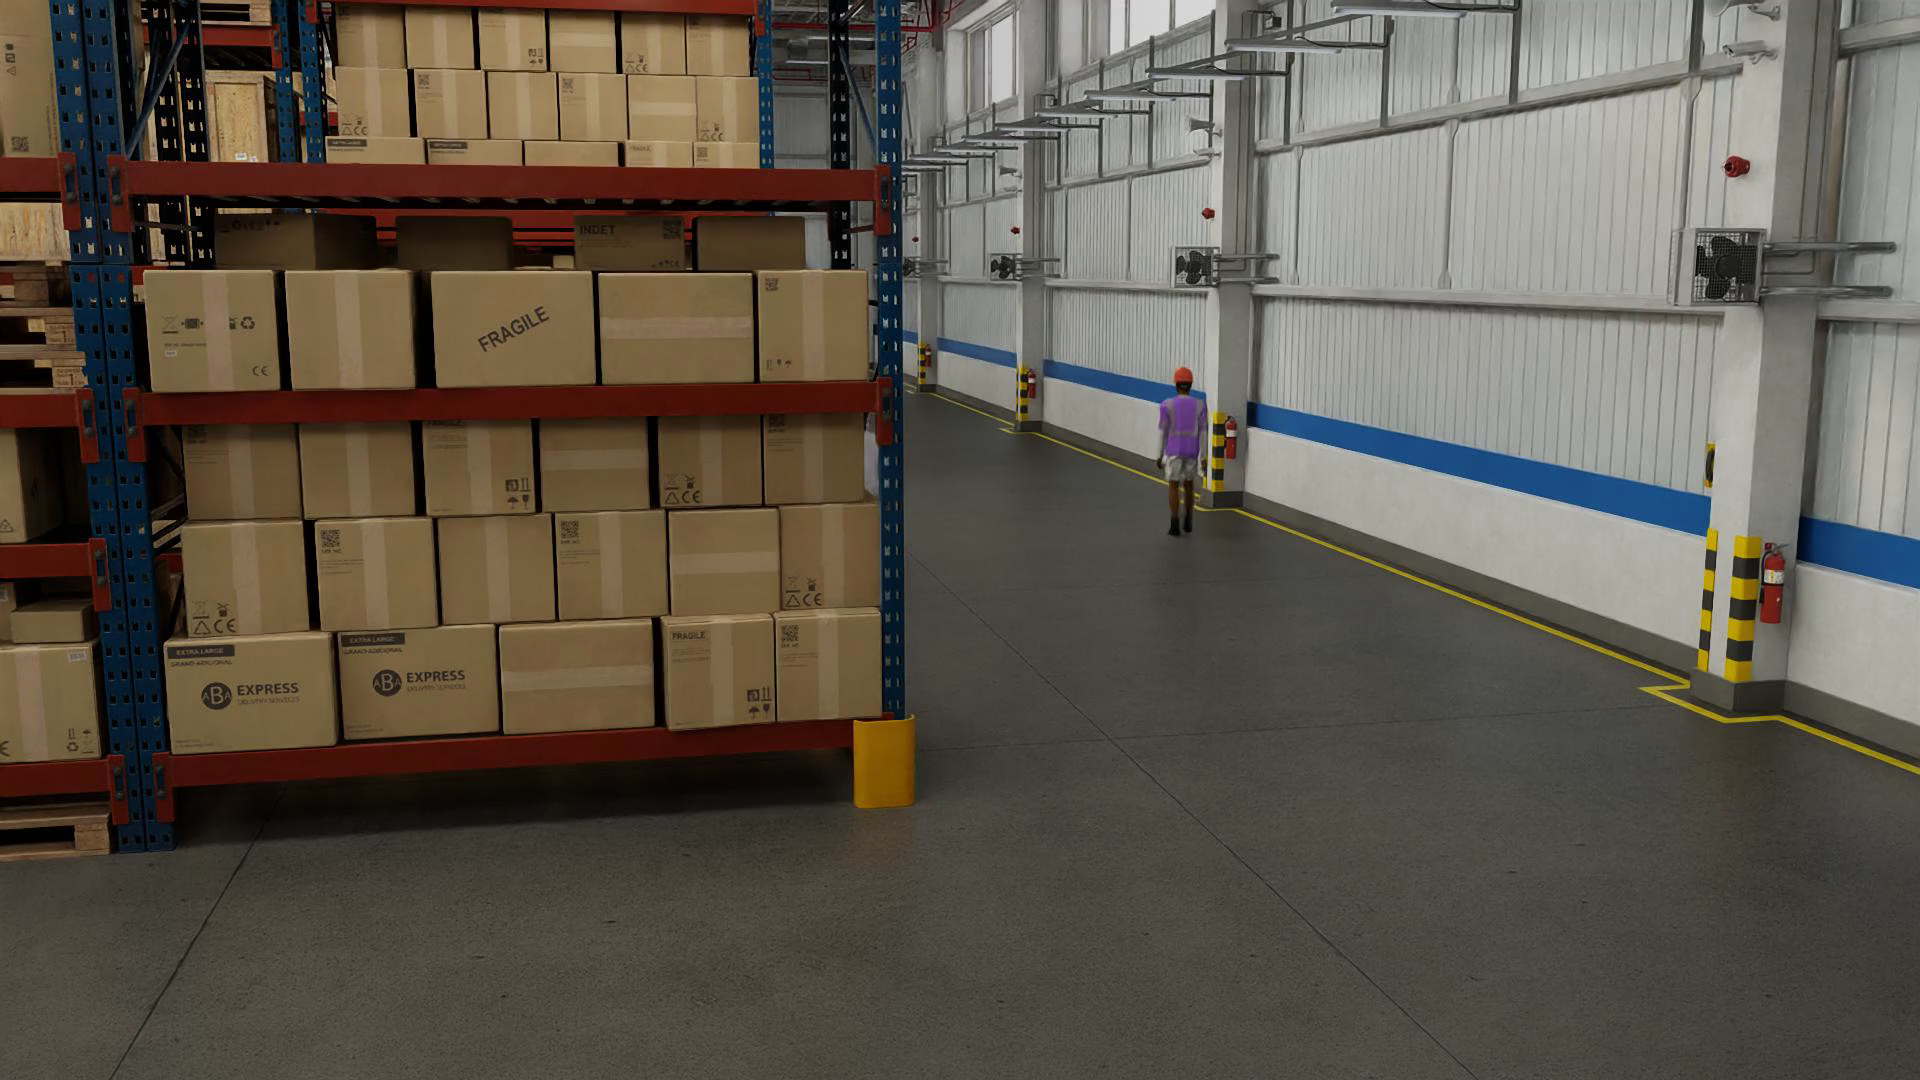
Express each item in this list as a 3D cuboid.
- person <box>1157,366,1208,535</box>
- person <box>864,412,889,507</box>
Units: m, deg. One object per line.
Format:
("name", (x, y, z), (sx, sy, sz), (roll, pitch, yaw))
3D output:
("person", (2.534, -1.017, 18.939), (0.554, 1.940, 0.517), (0, 9, -1))
("person", (-0.979, -0.504, 16.384), (0.569, 1.728, 0.773), (-2, 9, -10))
